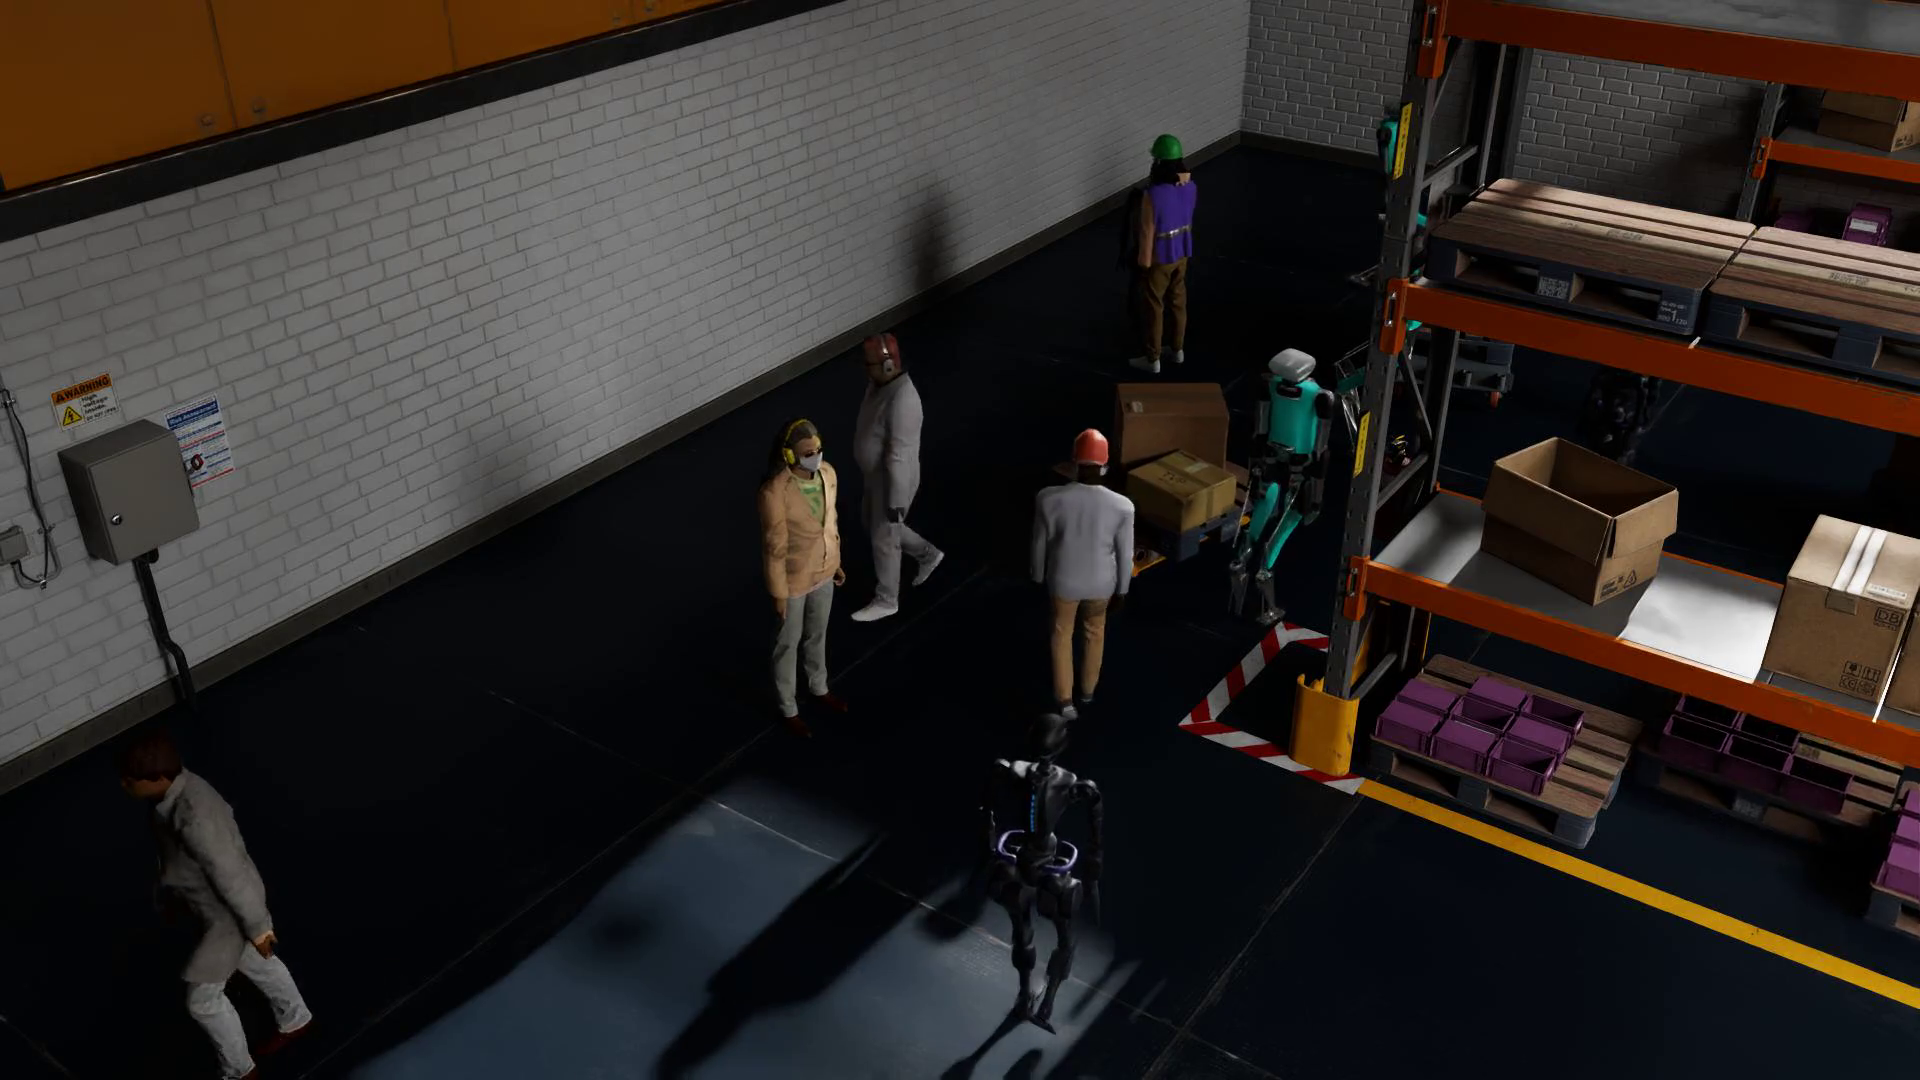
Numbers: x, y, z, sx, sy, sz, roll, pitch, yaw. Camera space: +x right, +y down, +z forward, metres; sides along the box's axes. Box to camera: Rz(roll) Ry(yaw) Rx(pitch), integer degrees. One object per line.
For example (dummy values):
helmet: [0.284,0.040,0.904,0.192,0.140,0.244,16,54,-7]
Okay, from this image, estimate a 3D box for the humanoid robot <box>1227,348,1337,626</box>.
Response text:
humanoid robot: [1.842,-0.201,9.984,0.546,1.864,0.653,24,38,36]

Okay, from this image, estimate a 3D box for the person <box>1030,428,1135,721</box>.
person: [0.665,0.237,9.169,0.579,1.725,0.604,2,30,3]

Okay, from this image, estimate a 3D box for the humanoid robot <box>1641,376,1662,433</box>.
humanoid robot: [5.136,-1.525,12.283,0.603,1.649,0.591,18,35,29]

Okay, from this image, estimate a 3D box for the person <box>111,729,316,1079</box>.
person: [-3.121,1.543,6.831,0.734,1.800,0.569,-22,37,-33]

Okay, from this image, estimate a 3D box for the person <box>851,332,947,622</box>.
person: [-0.392,-0.385,10.091,0.567,1.885,0.654,-7,31,-13]

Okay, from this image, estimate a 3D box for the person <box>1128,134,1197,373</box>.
person: [1.645,-2.293,13.361,0.536,1.928,0.430,-23,37,-34]

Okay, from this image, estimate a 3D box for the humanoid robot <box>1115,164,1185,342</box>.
humanoid robot: [1.584,-2.368,13.748,0.599,1.647,0.405,9,31,14]

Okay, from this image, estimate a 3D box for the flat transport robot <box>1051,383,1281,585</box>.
flat transport robot: [1.328,-0.125,11.257,1.431,0.231,0.659,-23,37,-34]

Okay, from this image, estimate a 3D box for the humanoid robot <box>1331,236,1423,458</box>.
humanoid robot: [2.961,-1.386,11.878,0.744,1.690,0.533,19,35,29]

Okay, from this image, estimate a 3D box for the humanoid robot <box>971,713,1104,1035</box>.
humanoid robot: [0.296,1.454,7.116,0.600,1.647,0.477,10,31,17]

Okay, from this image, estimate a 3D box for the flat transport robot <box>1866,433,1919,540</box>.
flat transport robot: [6.699,0.076,10.907,1.431,0.231,0.659,-2,30,-4]

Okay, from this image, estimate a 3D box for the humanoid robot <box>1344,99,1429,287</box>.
humanoid robot: [3.983,-2.994,14.767,0.957,1.746,0.544,18,35,28]

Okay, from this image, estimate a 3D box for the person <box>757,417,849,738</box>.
person: [-0.863,0.181,9.119,0.403,1.877,0.555,23,37,34]

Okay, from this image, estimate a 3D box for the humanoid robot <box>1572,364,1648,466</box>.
humanoid robot: [4.177,-0.693,10.856,0.714,1.623,0.601,-7,31,-12]
